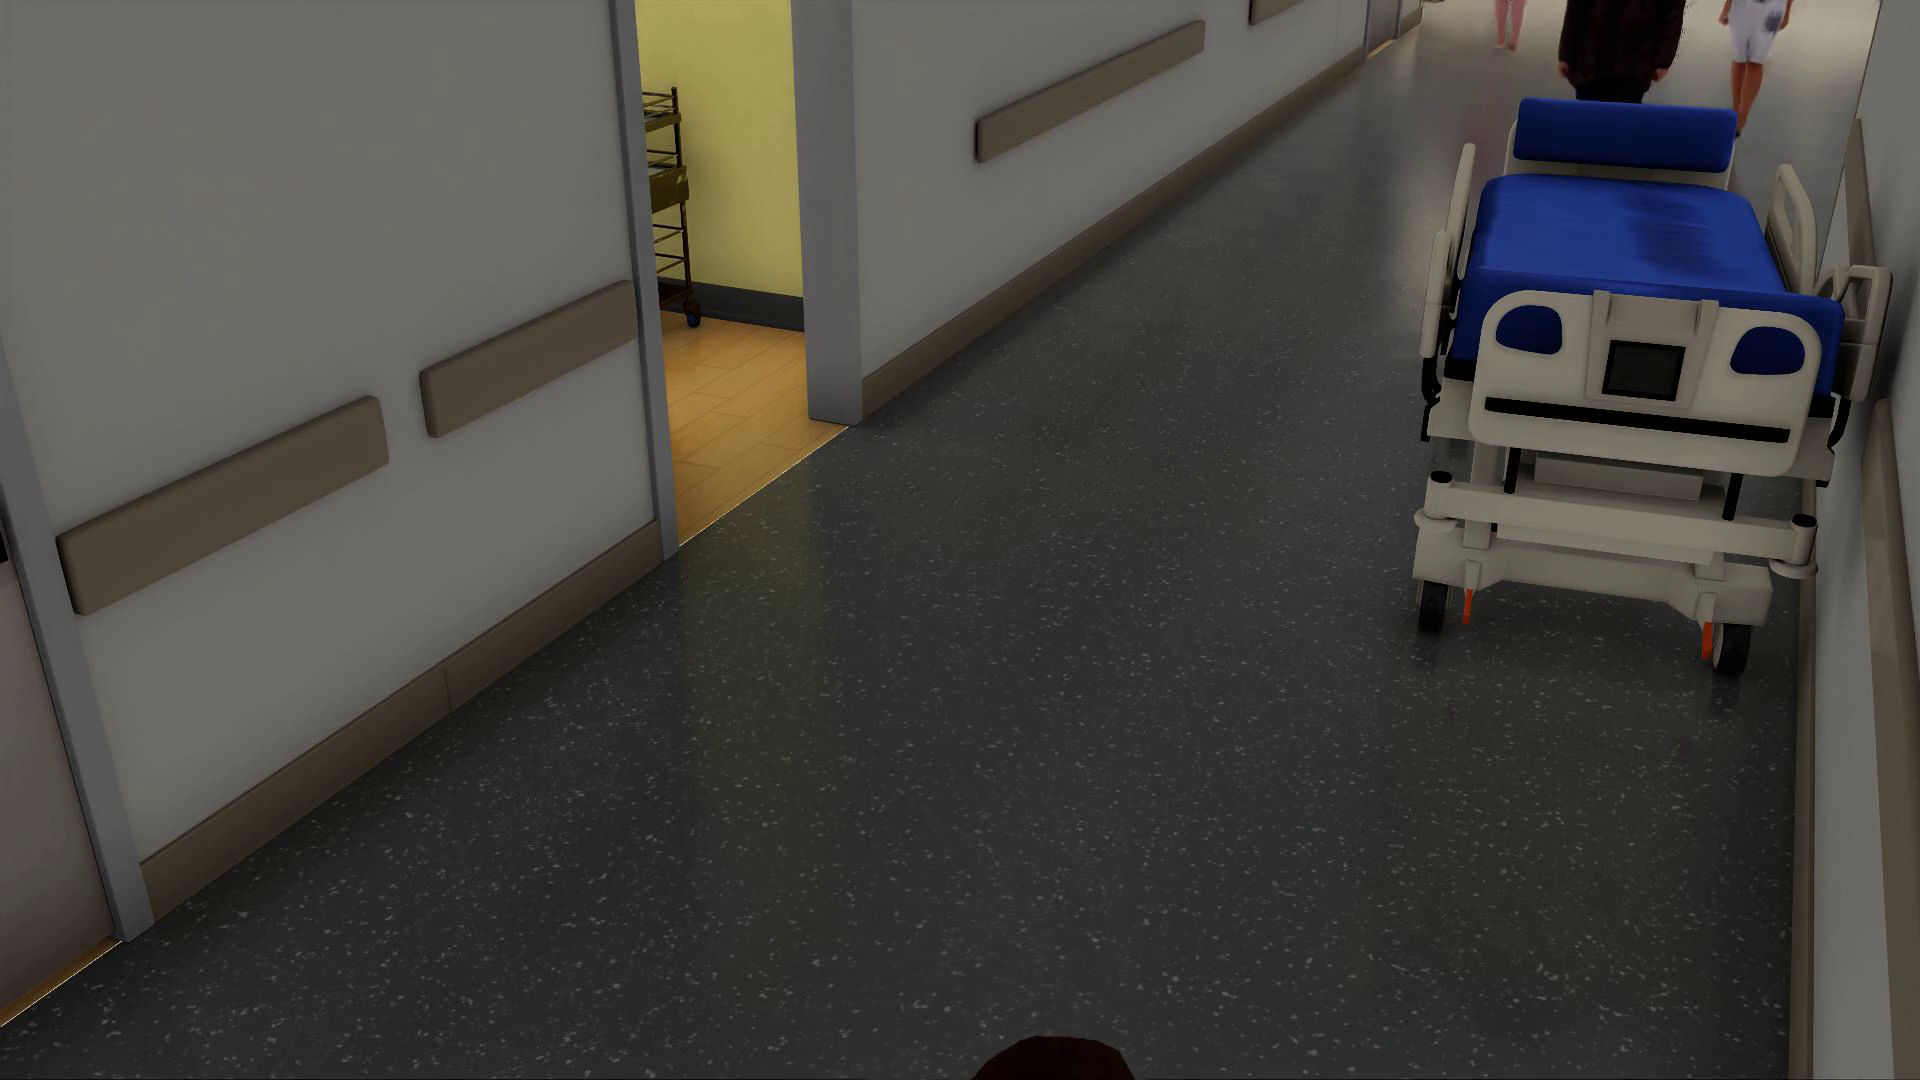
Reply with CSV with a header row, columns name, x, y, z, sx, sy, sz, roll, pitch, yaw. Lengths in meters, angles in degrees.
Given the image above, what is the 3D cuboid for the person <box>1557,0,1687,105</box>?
name,x,y,z,sx,sy,sz,roll,pitch,yaw
person,3.588,-2.620,9.061,0.711,1.831,0.869,17,31,32

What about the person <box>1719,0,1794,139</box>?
name,x,y,z,sx,sy,sz,roll,pitch,yaw
person,5.345,-3.557,11.151,1.050,1.701,0.743,16,30,30
